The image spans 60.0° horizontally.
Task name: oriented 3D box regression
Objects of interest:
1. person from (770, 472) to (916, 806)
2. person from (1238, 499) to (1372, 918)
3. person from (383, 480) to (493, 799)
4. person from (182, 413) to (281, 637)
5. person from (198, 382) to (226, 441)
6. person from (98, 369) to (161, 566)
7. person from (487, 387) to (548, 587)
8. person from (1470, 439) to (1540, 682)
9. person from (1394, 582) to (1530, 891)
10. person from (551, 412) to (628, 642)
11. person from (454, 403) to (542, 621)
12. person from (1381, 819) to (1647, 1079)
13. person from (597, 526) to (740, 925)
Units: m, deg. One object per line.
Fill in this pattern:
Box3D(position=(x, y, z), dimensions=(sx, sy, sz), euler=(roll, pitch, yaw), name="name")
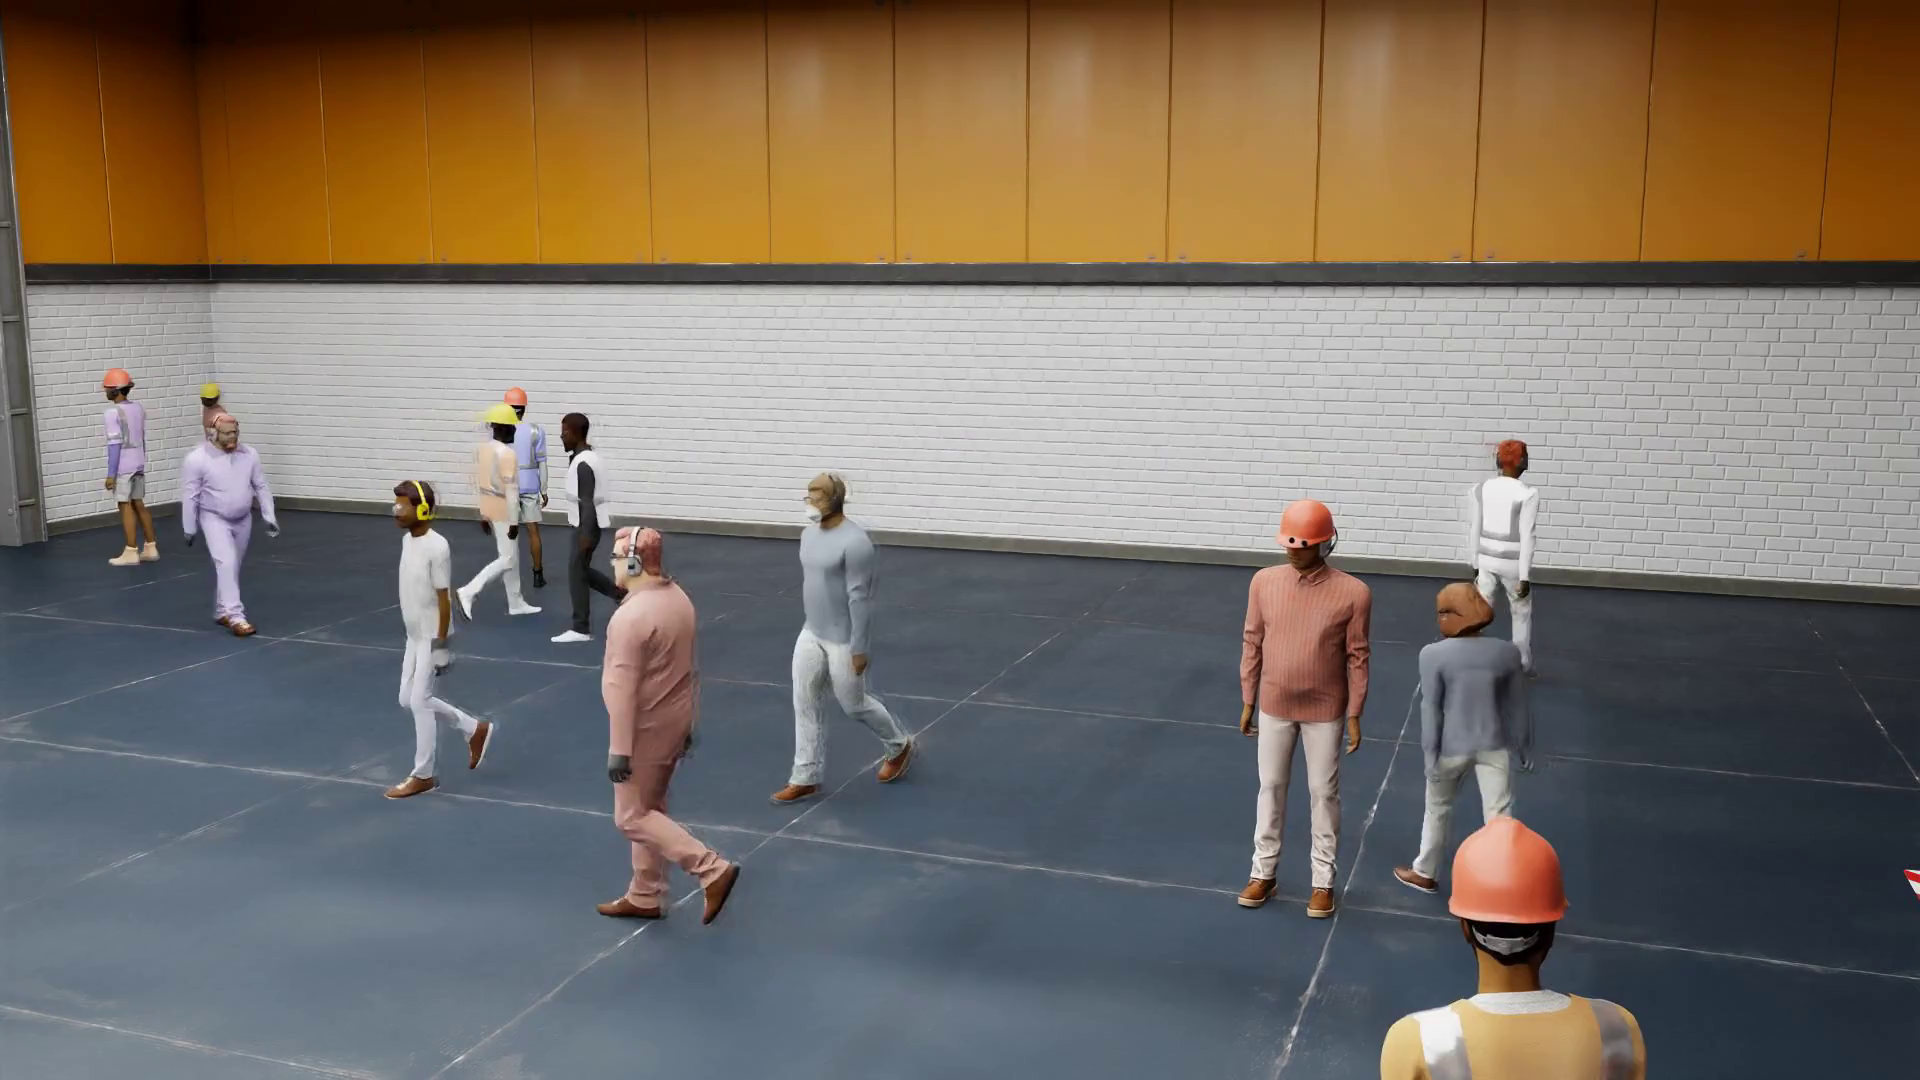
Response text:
Box3D(position=(-0.676, 0.546, 9.613), dimensions=(0.916, 1.909, 0.637), euler=(-8, 12, -40), name="person")
Box3D(position=(1.609, 0.787, 7.853), dimensions=(0.608, 1.986, 0.391), euler=(4, 10, 26), name="person")
Box3D(position=(-3.073, 0.558, 9.684), dimensions=(0.625, 1.855, 0.535), euler=(-8, 12, -40), name="person")
Box3D(position=(-6.082, -0.130, 13.951), dimensions=(0.934, 1.858, 0.646), euler=(6, 11, 31), name="person")
Box3D(position=(-8.910, -1.053, 20.071), dimensions=(0.569, 1.720, 0.589), euler=(8, 12, 41), name="person")
Box3D(position=(-8.619, -0.738, 17.222), dimensions=(0.485, 2.052, 0.626), euler=(0, 9, 3), name="person")
Box3D(position=(-4.239, -0.497, 15.972), dimensions=(0.552, 1.935, 0.369), euler=(-3, 10, -18), name="person")
Box3D(position=(3.899, 0.185, 12.076), dimensions=(0.994, 1.841, 0.585), euler=(-7, 12, -37), name="person")
Box3D(position=(2.425, 0.992, 7.853), dimensions=(0.549, 1.586, 0.803), euler=(0, 9, 1), name="person")
Box3D(position=(-3.023, -0.107, 13.682), dimensions=(0.661, 1.903, 0.601), euler=(-3, 9, -15), name="person")
Box3D(position=(-4.049, -0.234, 14.466), dimensions=(0.773, 1.906, 0.594), euler=(-8, 12, -39), name="person")
Box3D(position=(1.099, 1.526, 3.431), dimensions=(0.547, 1.934, 0.375), euler=(-1, 9, -7), name="person")
Box3D(position=(-1.369, 0.871, 7.640), dimensions=(0.651, 1.885, 0.651), euler=(1, 9, 9), name="person")
